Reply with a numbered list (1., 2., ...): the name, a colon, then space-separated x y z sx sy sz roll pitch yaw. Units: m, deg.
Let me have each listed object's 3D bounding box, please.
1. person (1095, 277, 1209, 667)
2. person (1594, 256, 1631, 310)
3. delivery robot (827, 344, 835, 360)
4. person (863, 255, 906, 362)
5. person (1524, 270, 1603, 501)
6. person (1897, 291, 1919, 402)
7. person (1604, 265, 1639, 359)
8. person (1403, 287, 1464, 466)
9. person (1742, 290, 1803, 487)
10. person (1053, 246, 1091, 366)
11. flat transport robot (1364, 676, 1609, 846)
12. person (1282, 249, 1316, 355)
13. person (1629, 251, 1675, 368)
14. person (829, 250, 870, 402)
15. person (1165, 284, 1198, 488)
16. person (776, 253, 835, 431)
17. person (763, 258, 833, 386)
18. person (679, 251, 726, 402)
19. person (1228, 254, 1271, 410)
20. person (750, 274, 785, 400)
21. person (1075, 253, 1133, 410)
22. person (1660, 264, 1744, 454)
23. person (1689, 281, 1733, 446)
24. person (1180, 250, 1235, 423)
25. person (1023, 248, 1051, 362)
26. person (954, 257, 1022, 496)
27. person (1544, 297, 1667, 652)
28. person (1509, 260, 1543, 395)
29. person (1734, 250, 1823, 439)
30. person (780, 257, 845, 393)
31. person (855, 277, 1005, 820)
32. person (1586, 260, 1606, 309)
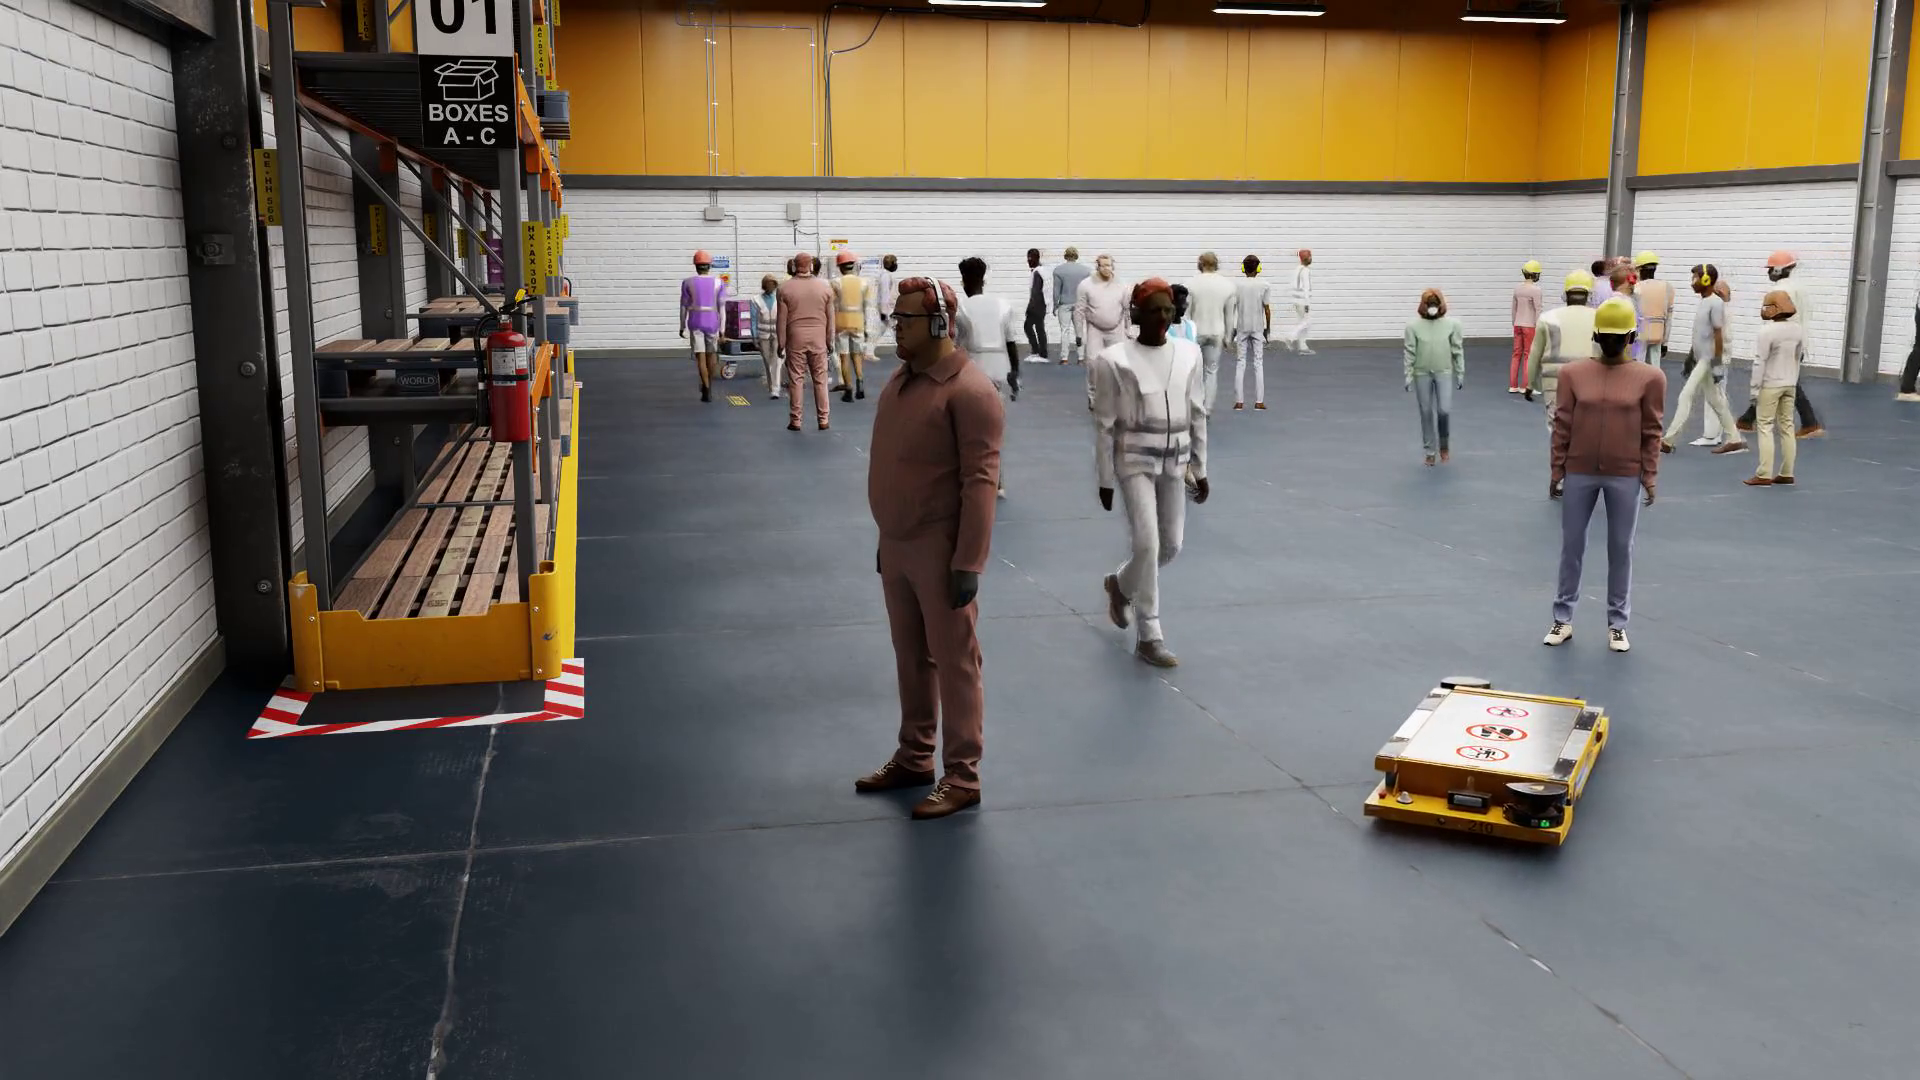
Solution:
1. person: 0.900 -0.359 8.186 0.576 1.863 0.769 -5 11 -24
2. person: 7.349 -2.214 18.520 1.013 1.851 0.661 3 11 18
3. delivery robot: -2.298 -2.939 25.849 0.707 0.478 0.477 -5 11 -26
4. person: -1.185 -3.869 27.831 0.959 1.800 0.619 0 10 -3
5. person: 4.829 -1.235 13.250 0.614 1.789 0.898 2 10 9
6. person: 12.355 -2.733 20.850 0.951 2.000 0.691 9 14 42
7. person: 5.772 -1.503 14.668 0.404 1.818 0.612 2 10 13
8. person: 4.255 -1.462 14.971 0.530 1.611 0.367 4 11 19
9. person: 6.748 -1.247 13.781 0.506 1.629 0.286 -4 11 -23
10. person: 1.813 -3.805 27.074 0.635 1.936 0.354 -1 10 -7
11. flat transport robot: 2.010 0.790 6.234 0.652 0.197 1.431 5 11 26
12. person: 6.064 -4.218 29.544 0.521 1.872 0.595 0 10 0
13. person: 7.434 -2.173 18.081 0.585 1.920 0.373 -2 10 -10
14. person: -1.415 -2.685 20.964 0.539 1.909 0.411 -5 11 -24
15. person: 1.781 -1.235 13.549 0.547 1.675 0.572 -7 12 -33
16. person: -1.657 -2.120 17.843 0.638 1.902 0.407 -2 10 -13
17. person: -2.293 -2.998 23.043 0.977 1.796 0.622 -1 10 -6
18. person: -3.293 -2.725 21.213 0.547 1.886 0.977 -4 11 -20
19. person: 3.483 -2.482 19.962 0.509 1.861 0.329 2 11 13
20. person: -2.393 -2.574 21.181 0.522 1.587 0.834 0 10 -1
21. person: 1.732 -2.475 19.863 0.671 1.885 0.551 -1 10 -5
22. person: 7.041 -1.703 15.789 0.965 1.814 0.506 2 10 12
23. person: 7.477 -1.744 16.486 0.308 1.639 0.510 8 13 36
24. person: 2.742 -2.260 18.569 0.660 1.917 0.459 -1 10 -7
25. person: 1.237 -3.900 27.800 0.570 1.868 0.591 0 10 0
26. person: 0.133 -1.329 13.458 0.626 1.889 1.103 -4 11 -23
27. person: 3.197 -0.321 8.270 0.522 1.761 0.321 5 11 26
28. person: 7.513 -2.801 21.990 0.312 1.767 0.533 -4 11 -21
29. person: 8.540 -2.027 17.258 0.620 1.943 1.062 -9 14 -42
30. person: -1.930 -2.869 22.249 1.016 1.809 0.517 5 11 25
31. person: -0.127 0.026 5.934 0.408 1.909 0.638 -7 12 -33
32. person: 10.608 -3.812 27.781 0.316 1.695 0.541 -3 11 -17
